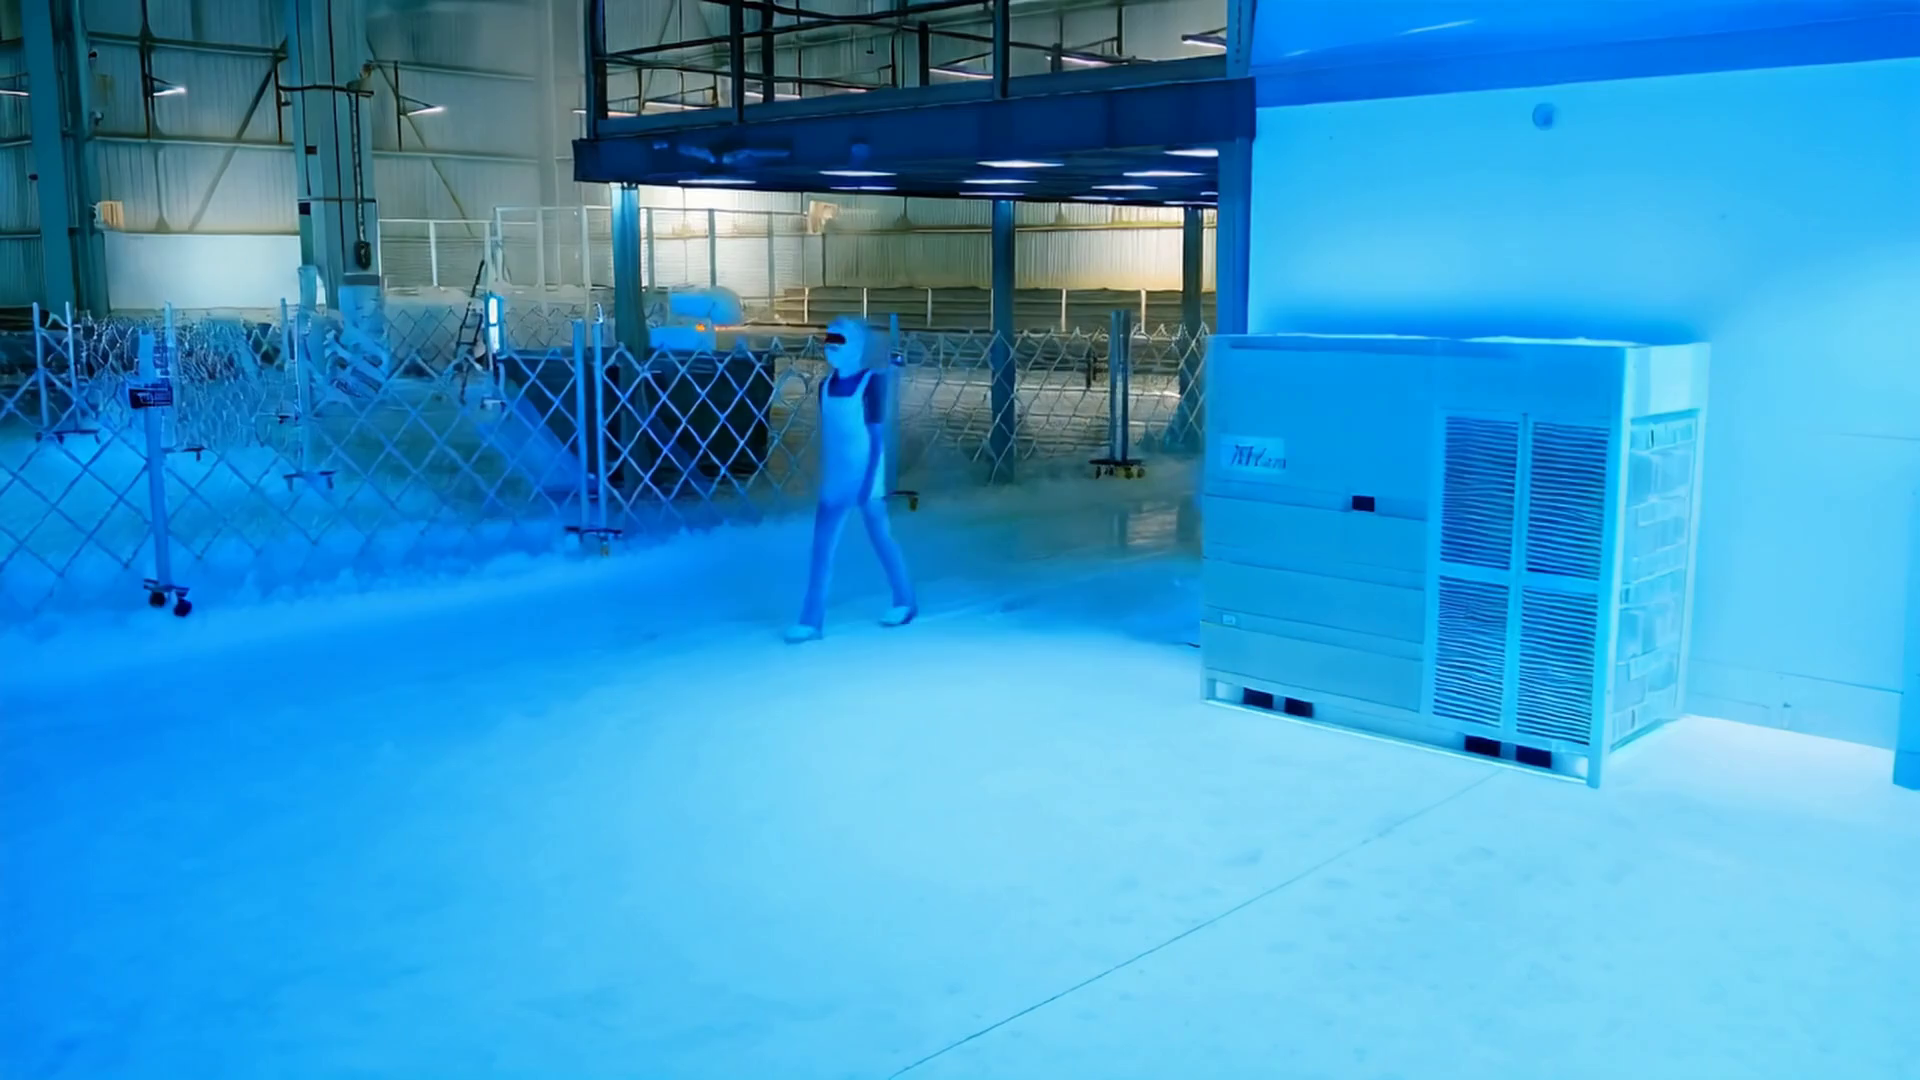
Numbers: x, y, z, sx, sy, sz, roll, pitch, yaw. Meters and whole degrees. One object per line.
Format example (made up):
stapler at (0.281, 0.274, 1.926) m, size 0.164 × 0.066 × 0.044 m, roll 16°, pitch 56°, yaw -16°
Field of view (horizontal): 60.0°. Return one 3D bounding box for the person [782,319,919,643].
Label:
person at (-0.589, -0.346, 9.405) m, size 0.516 × 1.802 × 0.978 m, roll 7°, pitch 11°, yaw 35°
